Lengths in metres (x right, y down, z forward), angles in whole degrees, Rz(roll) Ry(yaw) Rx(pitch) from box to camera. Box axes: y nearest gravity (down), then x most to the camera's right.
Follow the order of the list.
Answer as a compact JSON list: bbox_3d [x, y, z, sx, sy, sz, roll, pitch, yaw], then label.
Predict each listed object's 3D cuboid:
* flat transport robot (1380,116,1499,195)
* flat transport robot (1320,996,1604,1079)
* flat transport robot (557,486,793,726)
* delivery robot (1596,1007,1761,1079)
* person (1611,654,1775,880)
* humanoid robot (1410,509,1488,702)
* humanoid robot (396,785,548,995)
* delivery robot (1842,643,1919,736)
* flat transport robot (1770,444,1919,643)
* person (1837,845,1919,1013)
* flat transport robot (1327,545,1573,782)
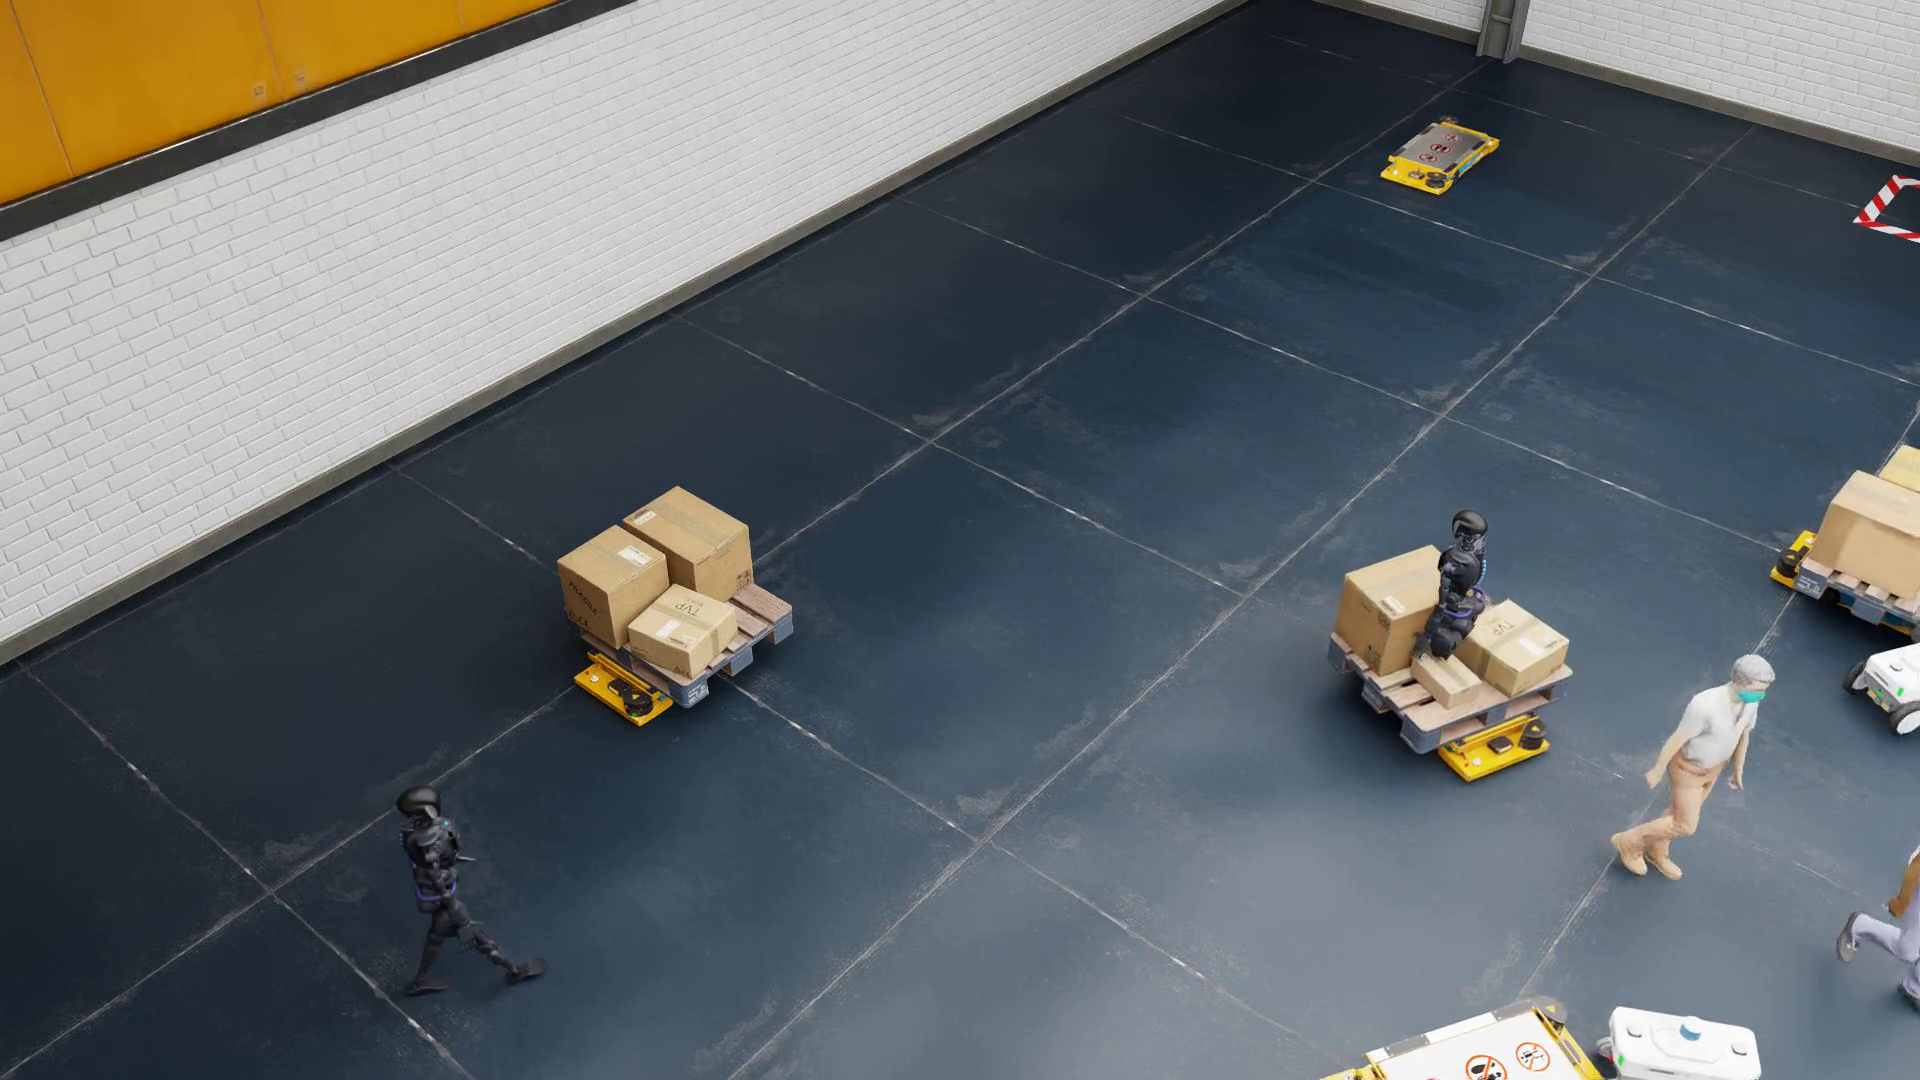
[{"bbox_3d":[4.991,-3.993,17.242,0.659,0.231,1.431,26,46,29],"label":"flat transport robot"},{"bbox_3d":[2.669,2.883,8.708,1.431,0.231,0.659,-13,41,-15],"label":"flat transport robot"},{"bbox_3d":[-1.887,0.697,11.421,0.659,0.231,1.431,28,46,30],"label":"flat transport robot"},{"bbox_3d":[3.761,2.705,8.690,0.774,0.581,0.499,8,39,9],"label":"delivery robot"},{"bbox_3d":[4.212,1.302,9.519,0.525,1.720,0.405,-22,44,-24],"label":"person"},{"bbox_3d":[3.107,0.493,10.541,0.315,1.657,0.599,28,46,30],"label":"humanoid robot"},{"bbox_3d":[-2.728,1.854,8.901,0.787,1.631,0.601,-13,41,-15],"label":"humanoid robot"},{"bbox_3d":[6.293,0.909,10.942,0.805,0.609,0.499,-12,40,-14],"label":"delivery robot"},{"bbox_3d":[6.618,0.362,11.838,1.431,0.231,0.659,30,47,31],"label":"flat transport robot"},{"bbox_3d":[5.193,1.813,8.794,0.595,1.820,0.529,-5,39,-6],"label":"person"},{"bbox_3d":[3.189,0.984,11.065,0.659,0.231,1.431,-17,42,-20],"label":"flat transport robot"}]
